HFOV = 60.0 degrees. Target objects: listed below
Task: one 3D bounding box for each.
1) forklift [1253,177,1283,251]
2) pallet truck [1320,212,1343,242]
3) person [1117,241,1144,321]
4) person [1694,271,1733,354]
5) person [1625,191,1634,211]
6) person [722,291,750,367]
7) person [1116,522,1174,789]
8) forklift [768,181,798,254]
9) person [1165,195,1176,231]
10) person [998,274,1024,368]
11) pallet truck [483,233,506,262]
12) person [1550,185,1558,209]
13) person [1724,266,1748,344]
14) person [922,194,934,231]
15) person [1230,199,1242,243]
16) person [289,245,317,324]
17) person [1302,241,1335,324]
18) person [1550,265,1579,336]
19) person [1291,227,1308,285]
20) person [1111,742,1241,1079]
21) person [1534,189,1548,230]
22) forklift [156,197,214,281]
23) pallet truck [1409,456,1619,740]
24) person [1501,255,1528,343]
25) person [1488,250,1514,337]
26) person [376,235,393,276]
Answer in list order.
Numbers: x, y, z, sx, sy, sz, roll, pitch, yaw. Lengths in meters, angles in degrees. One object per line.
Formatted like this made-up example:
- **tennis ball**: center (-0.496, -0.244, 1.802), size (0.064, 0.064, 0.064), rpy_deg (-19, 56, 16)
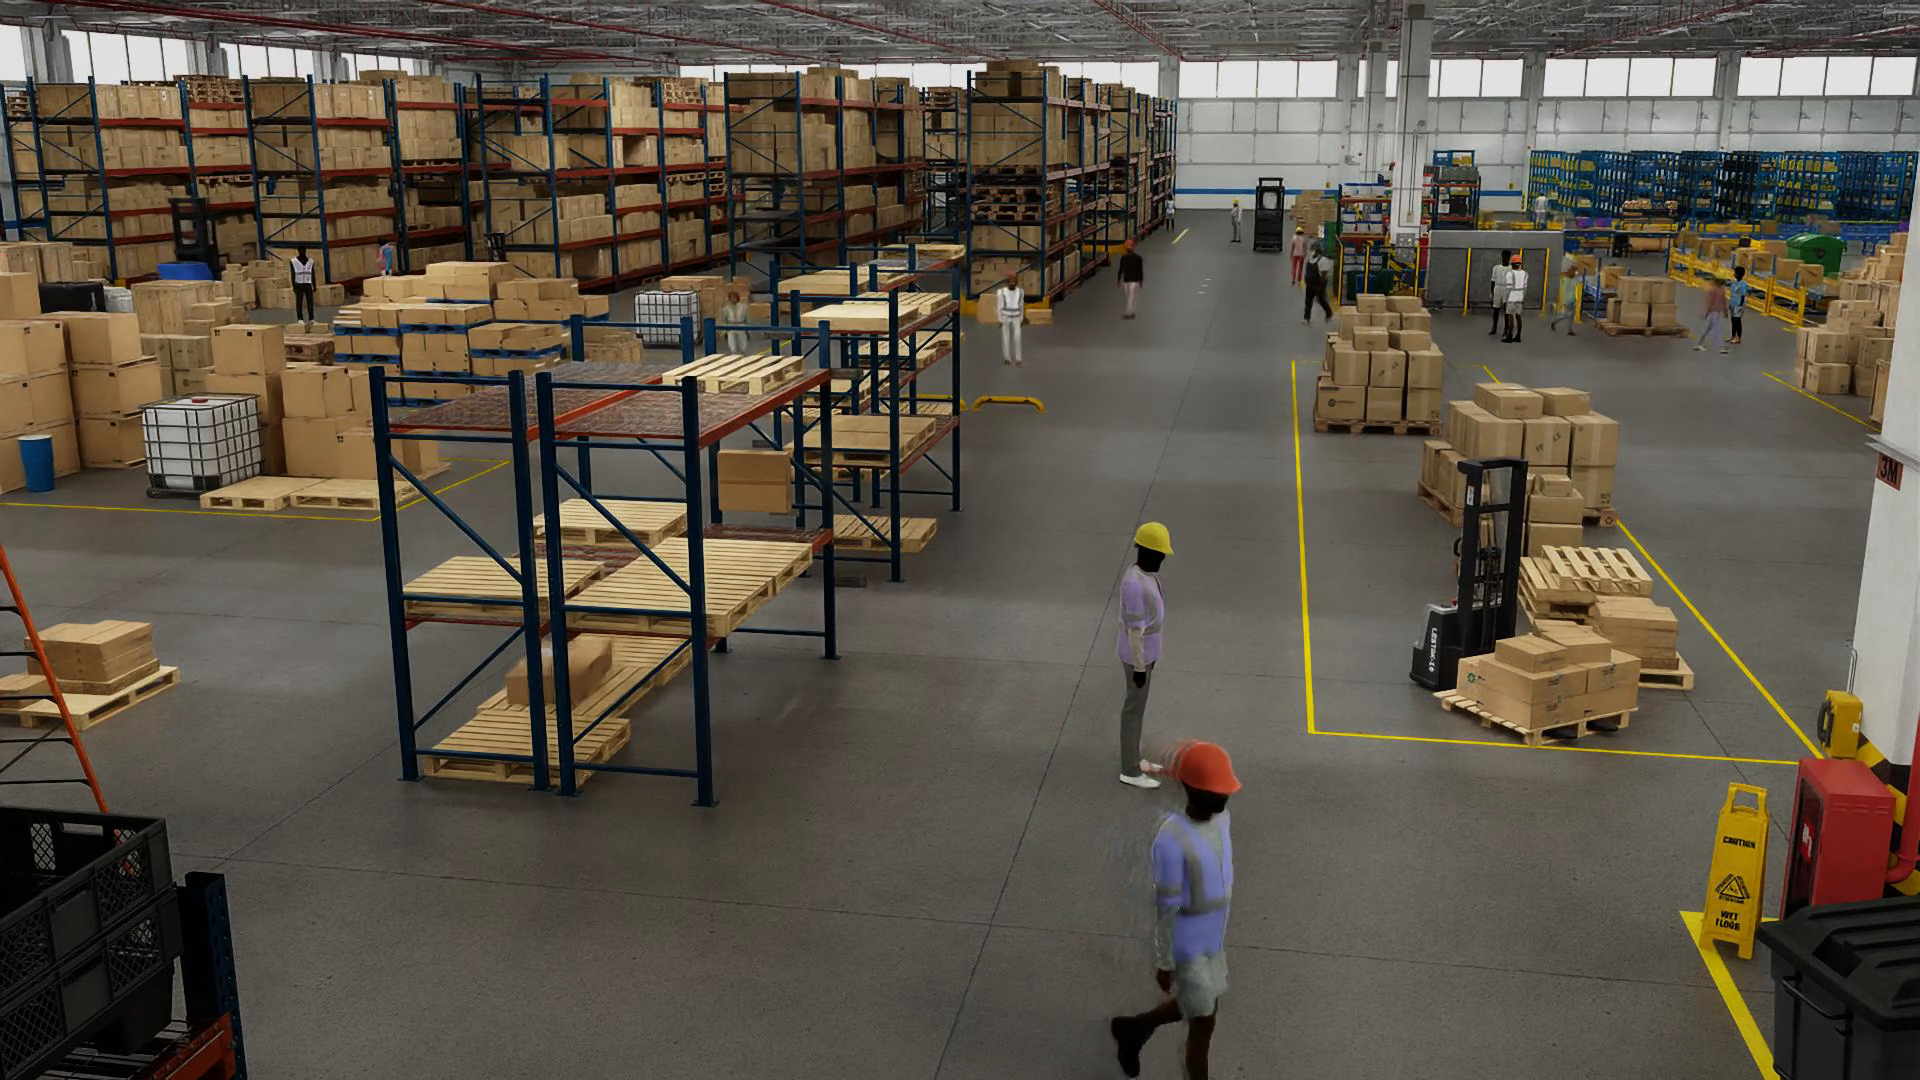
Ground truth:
- **forklift**: center (12.083, -12.747, 64.956), size (1.129, 2.768, 1.873), rpy_deg (3, 14, 10)
- **pallet truck**: center (15.874, -13.227, 70.310), size (0.680, 1.201, 1.601), rpy_deg (10, 17, 35)
- **person**: center (4.142, -6.399, 41.092), size (0.650, 1.946, 0.989), rpy_deg (11, 18, 38)
- **person**: center (16.004, -4.826, 35.182), size (0.540, 1.714, 0.904), rpy_deg (-11, 18, -37)
- **person**: center (32.443, -16.044, 80.514), size (0.404, 1.825, 0.593), rpy_deg (-7, 15, -26)
- **person**: center (-4.290, -3.970, 31.888), size (0.530, 1.623, 0.549), rpy_deg (-1, 14, -6)
- **person**: center (1.316, 0.808, 11.904), size (0.379, 1.918, 0.585), rpy_deg (3, 14, 11)
- **forklift**: center (-6.217, -12.206, 62.761), size (1.873, 2.768, 1.129), rpy_deg (2, 14, 9)
- **person**: center (9.805, -15.250, 77.563), size (0.532, 1.693, 0.319), rpy_deg (0, 14, 1)
- **person**: center (1.031, -4.318, 32.852), size (0.571, 1.846, 0.878), rpy_deg (-3, 14, -12)
- **pallet truck**: center (-11.832, -7.026, 43.548), size (1.885, 1.965, 0.823), rpy_deg (8, 16, 28)
- **person**: center (31.428, -17.917, 88.093), size (0.396, 1.835, 0.571), rpy_deg (-2, 14, -9)
- **person**: center (17.161, -5.186, 36.717), size (0.320, 1.693, 0.537), rpy_deg (0, 14, 1)
- **person**: center (-1.449, -14.820, 75.521), size (0.595, 1.837, 0.404), rpy_deg (-4, 14, -14)
- **person**: center (11.582, -13.389, 69.747), size (0.404, 1.824, 0.600), rpy_deg (-7, 16, -27)
- **person**: center (-15.946, -6.208, 40.417), size (0.588, 1.911, 0.394), rpy_deg (-12, 18, -41)
- **person**: center (8.717, -6.283, 40.442), size (0.800, 2.000, 0.690), rpy_deg (-10, 17, -34)
- **person**: center (13.898, -5.487, 38.089), size (0.506, 1.620, 0.519), rpy_deg (-13, 19, -42)
- **person**: center (10.362, -8.686, 50.822), size (0.520, 1.733, 0.754), rpy_deg (3, 14, 13)
- **person**: center (1.037, 1.825, 7.786), size (0.757, 1.918, 0.549), rpy_deg (11, 18, 38)
- **person**: center (27.037, -15.327, 77.368), size (0.634, 1.936, 0.439), rpy_deg (6, 15, 25)
- **forklift**: center (-21.044, -7.964, 45.536), size (1.129, 2.768, 1.873), rpy_deg (3, 14, 10)
- **pallet truck**: center (4.504, 0.400, 13.395), size (0.823, 1.965, 1.885), rpy_deg (-6, 15, -23)
- **person**: center (12.248, -5.329, 36.785), size (0.551, 1.933, 0.370), rpy_deg (-6, 15, -22)
- **person**: center (12.389, -5.632, 37.951), size (0.607, 1.966, 0.367), rpy_deg (10, 17, 36)
- **person**: center (-15.696, -7.402, 45.409), size (0.430, 1.839, 0.619), rpy_deg (-8, 16, -28)
